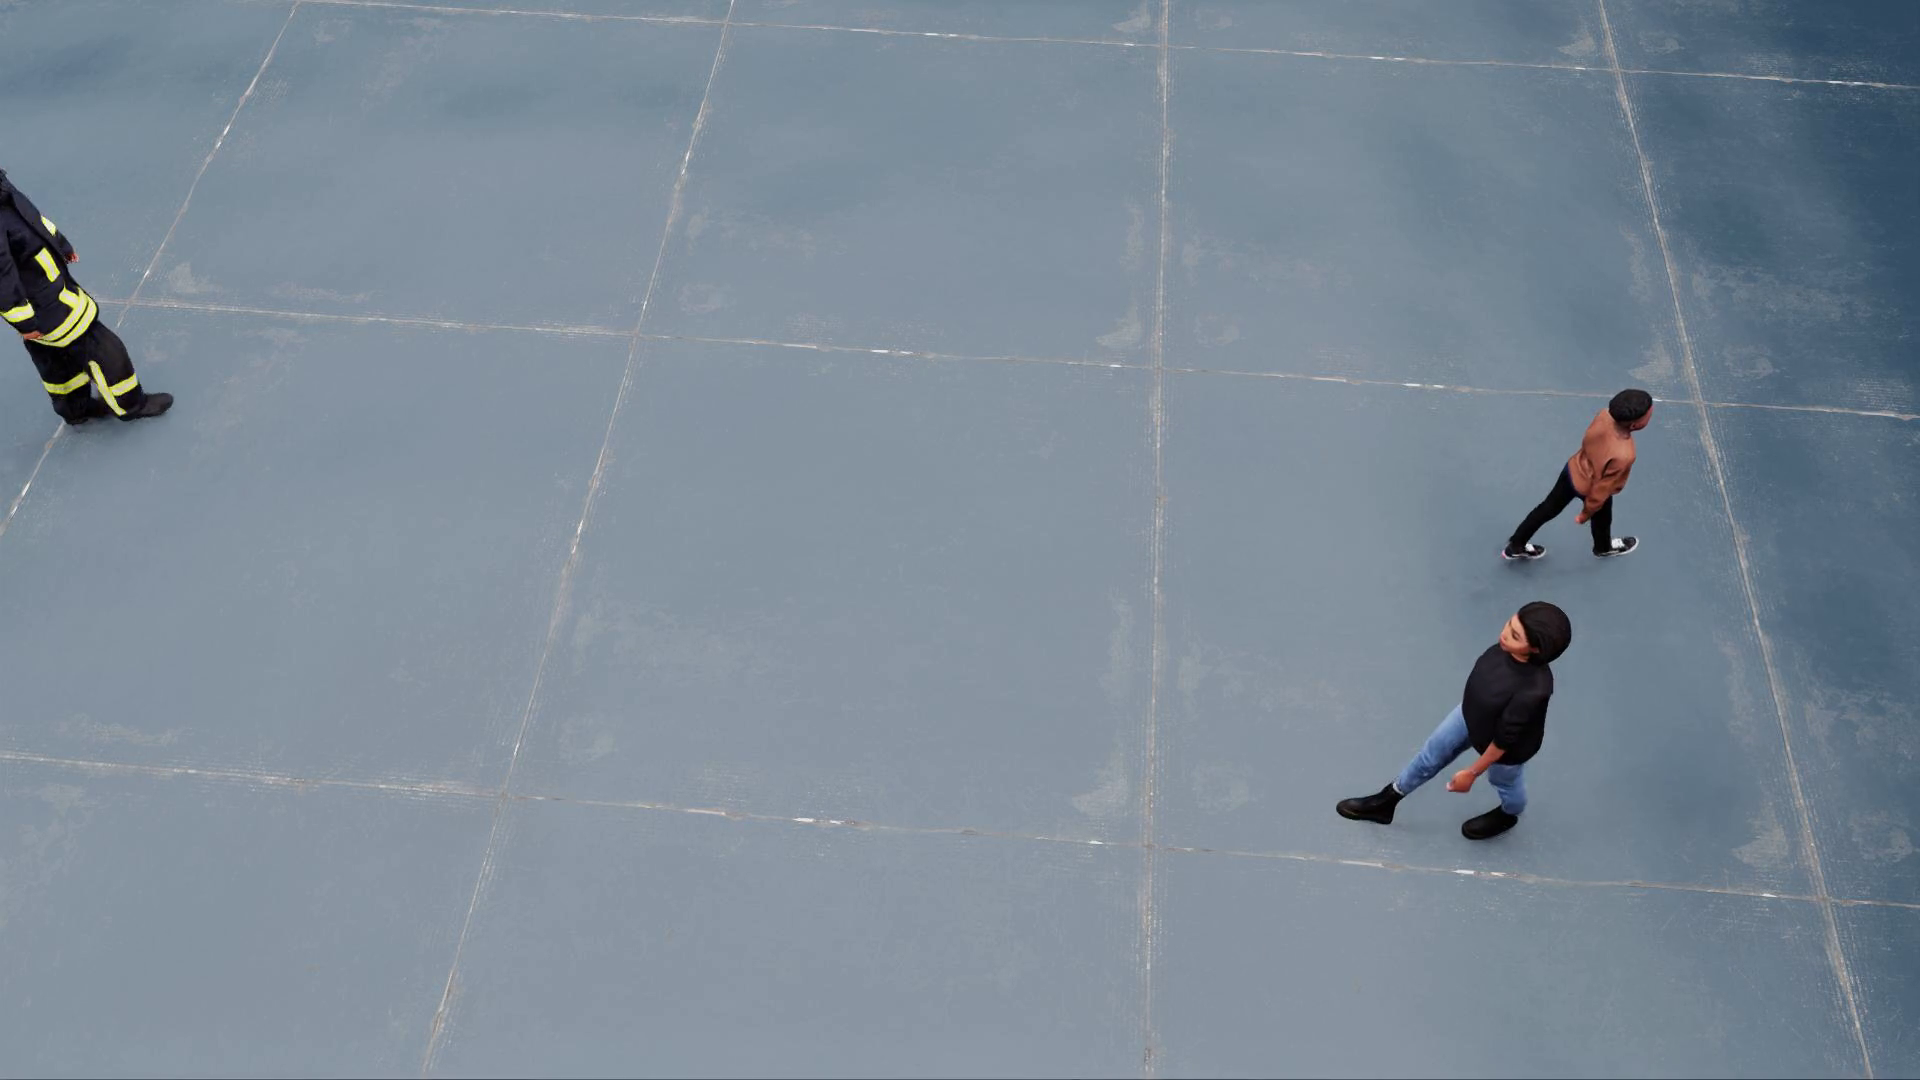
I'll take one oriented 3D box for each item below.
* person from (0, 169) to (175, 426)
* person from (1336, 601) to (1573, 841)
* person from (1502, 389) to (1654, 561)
[{"bbox_3d":[-4.768,-1.252,8.397,1.021,1.907,0.972,-22,55,-16],"label":"person"},{"bbox_3d":[2.327,0.808,6.956,1.100,1.663,0.739,-7,53,-5],"label":"person"},{"bbox_3d":[2.984,-0.273,8.077,0.946,1.215,0.666,-8,53,-6],"label":"person"}]
